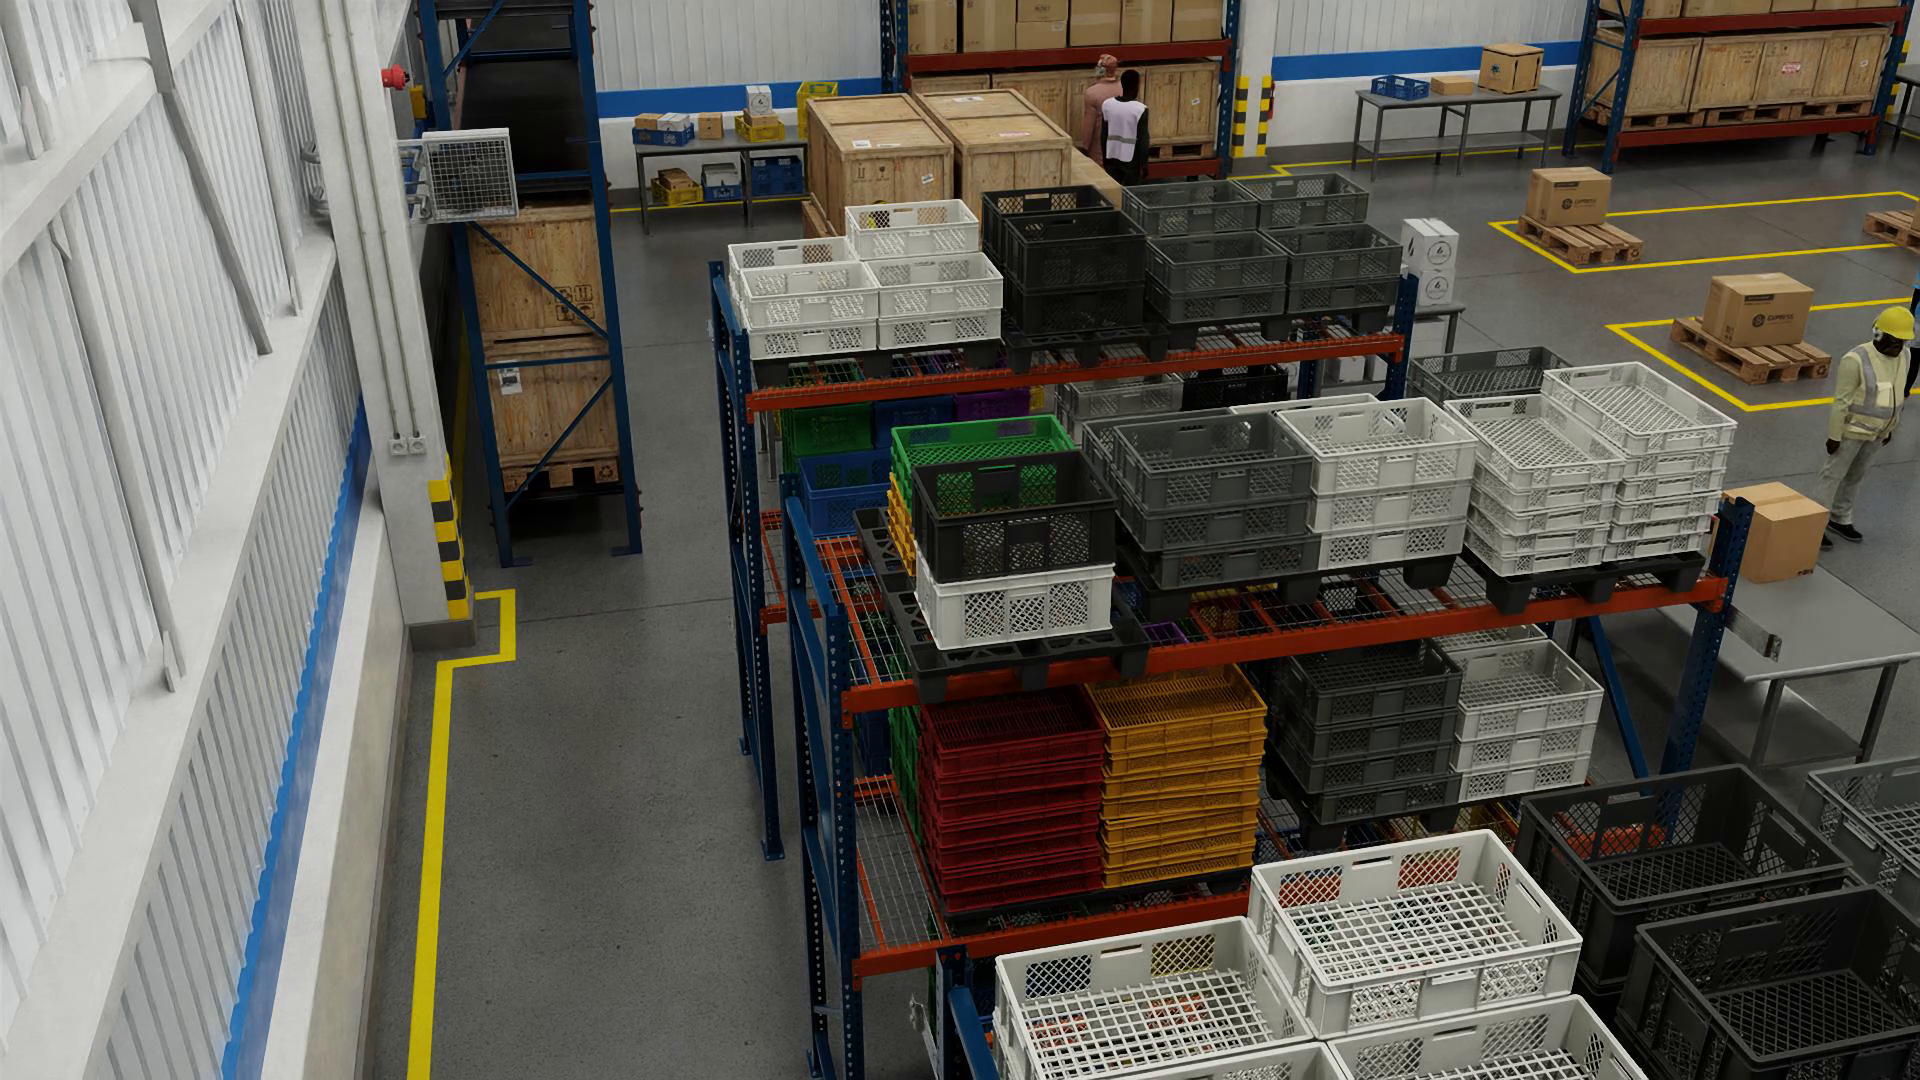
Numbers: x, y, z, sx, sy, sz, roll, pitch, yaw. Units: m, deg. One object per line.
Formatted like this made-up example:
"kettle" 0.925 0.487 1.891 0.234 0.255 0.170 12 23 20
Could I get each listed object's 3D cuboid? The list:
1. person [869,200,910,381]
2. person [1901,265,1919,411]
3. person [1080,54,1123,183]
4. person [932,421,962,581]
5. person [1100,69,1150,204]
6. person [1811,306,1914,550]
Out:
"person" -0.627 -1.941 13.993 0.508 1.876 0.329 -14 31 -24
"person" 8.302 -1.892 14.086 0.535 1.699 0.318 10 30 19
"person" 1.638 -4.540 18.885 0.648 1.912 0.409 -15 31 -27
"person" -0.128 -0.146 10.573 0.356 1.887 0.572 -13 30 -23
"person" 1.795 -4.156 18.148 0.598 1.917 0.378 21 34 34
"person" 6.458 -0.808 11.890 0.600 1.827 0.403 -11 30 -20
